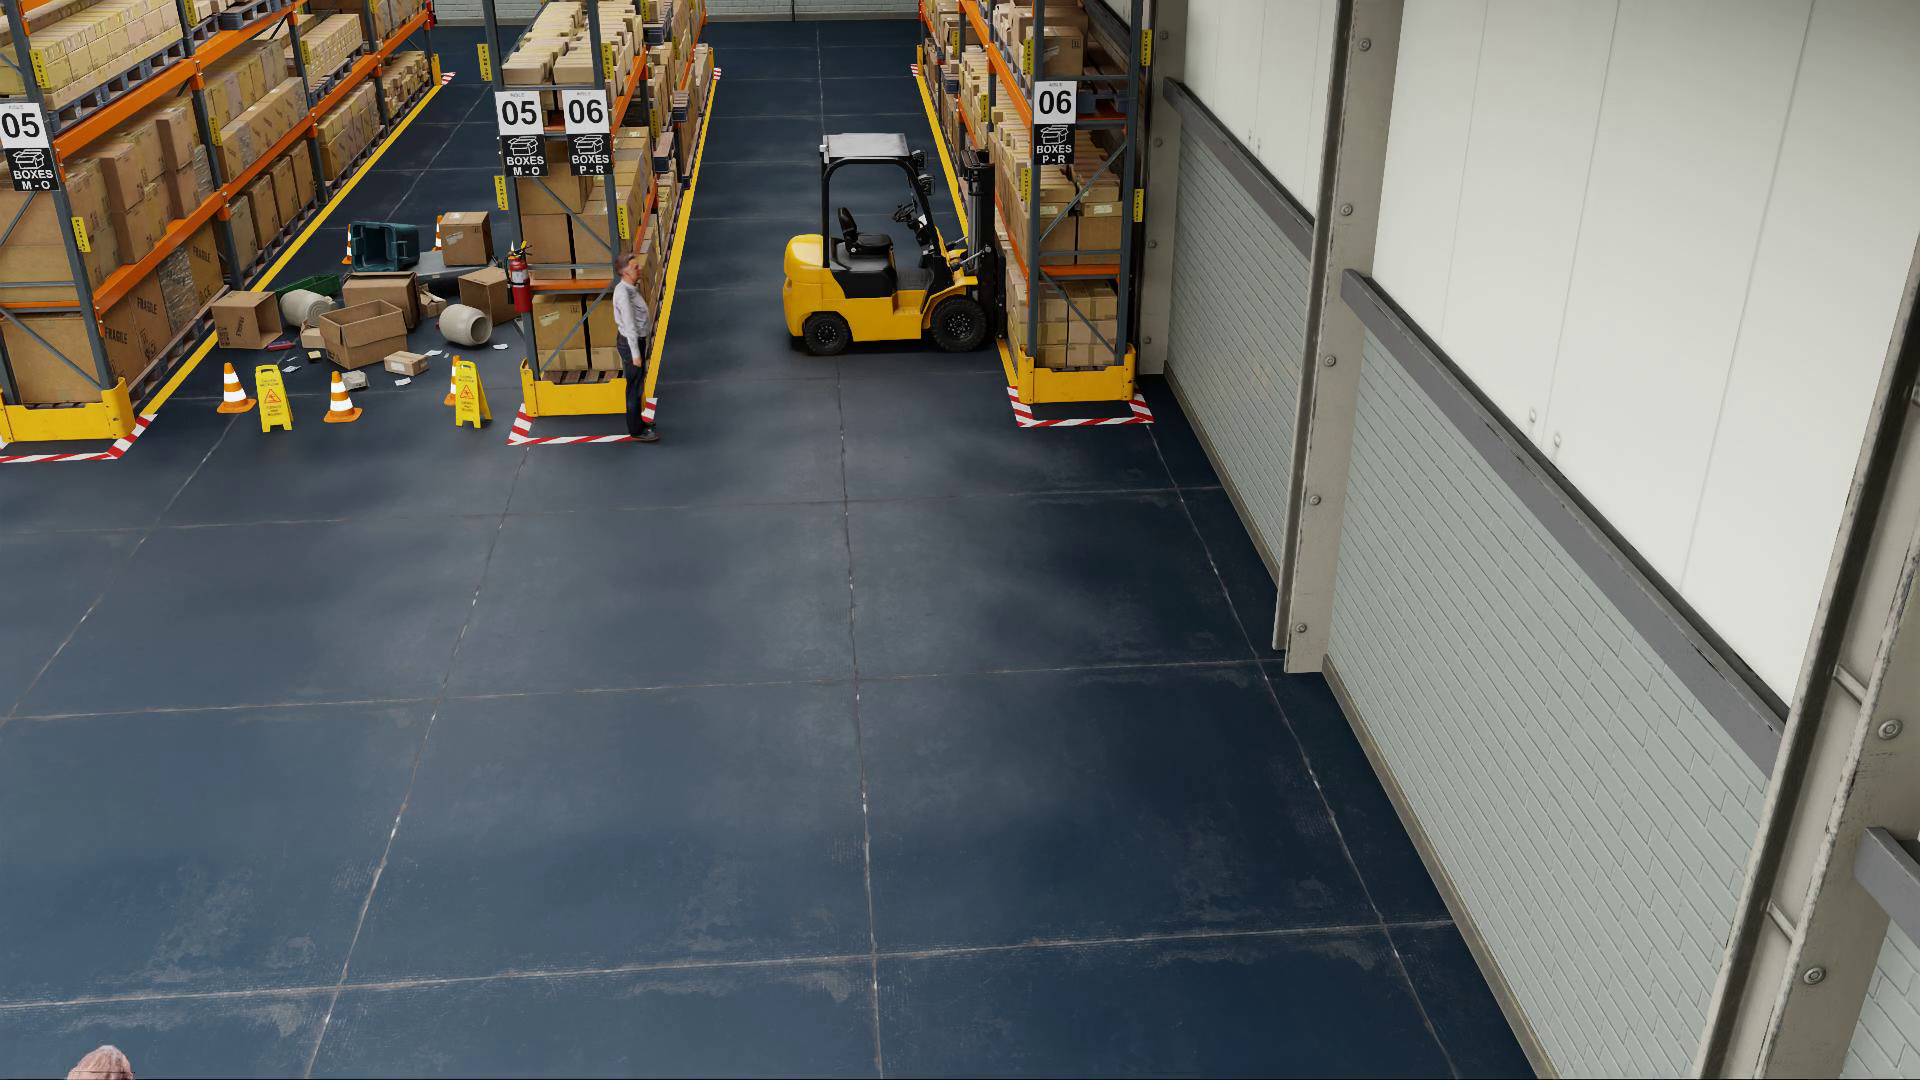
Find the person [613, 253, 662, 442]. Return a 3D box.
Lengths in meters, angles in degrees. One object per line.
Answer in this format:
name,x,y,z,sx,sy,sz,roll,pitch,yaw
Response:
person,-3.108,-1.849,15.793,0.733,1.820,0.531,-5,28,-10
